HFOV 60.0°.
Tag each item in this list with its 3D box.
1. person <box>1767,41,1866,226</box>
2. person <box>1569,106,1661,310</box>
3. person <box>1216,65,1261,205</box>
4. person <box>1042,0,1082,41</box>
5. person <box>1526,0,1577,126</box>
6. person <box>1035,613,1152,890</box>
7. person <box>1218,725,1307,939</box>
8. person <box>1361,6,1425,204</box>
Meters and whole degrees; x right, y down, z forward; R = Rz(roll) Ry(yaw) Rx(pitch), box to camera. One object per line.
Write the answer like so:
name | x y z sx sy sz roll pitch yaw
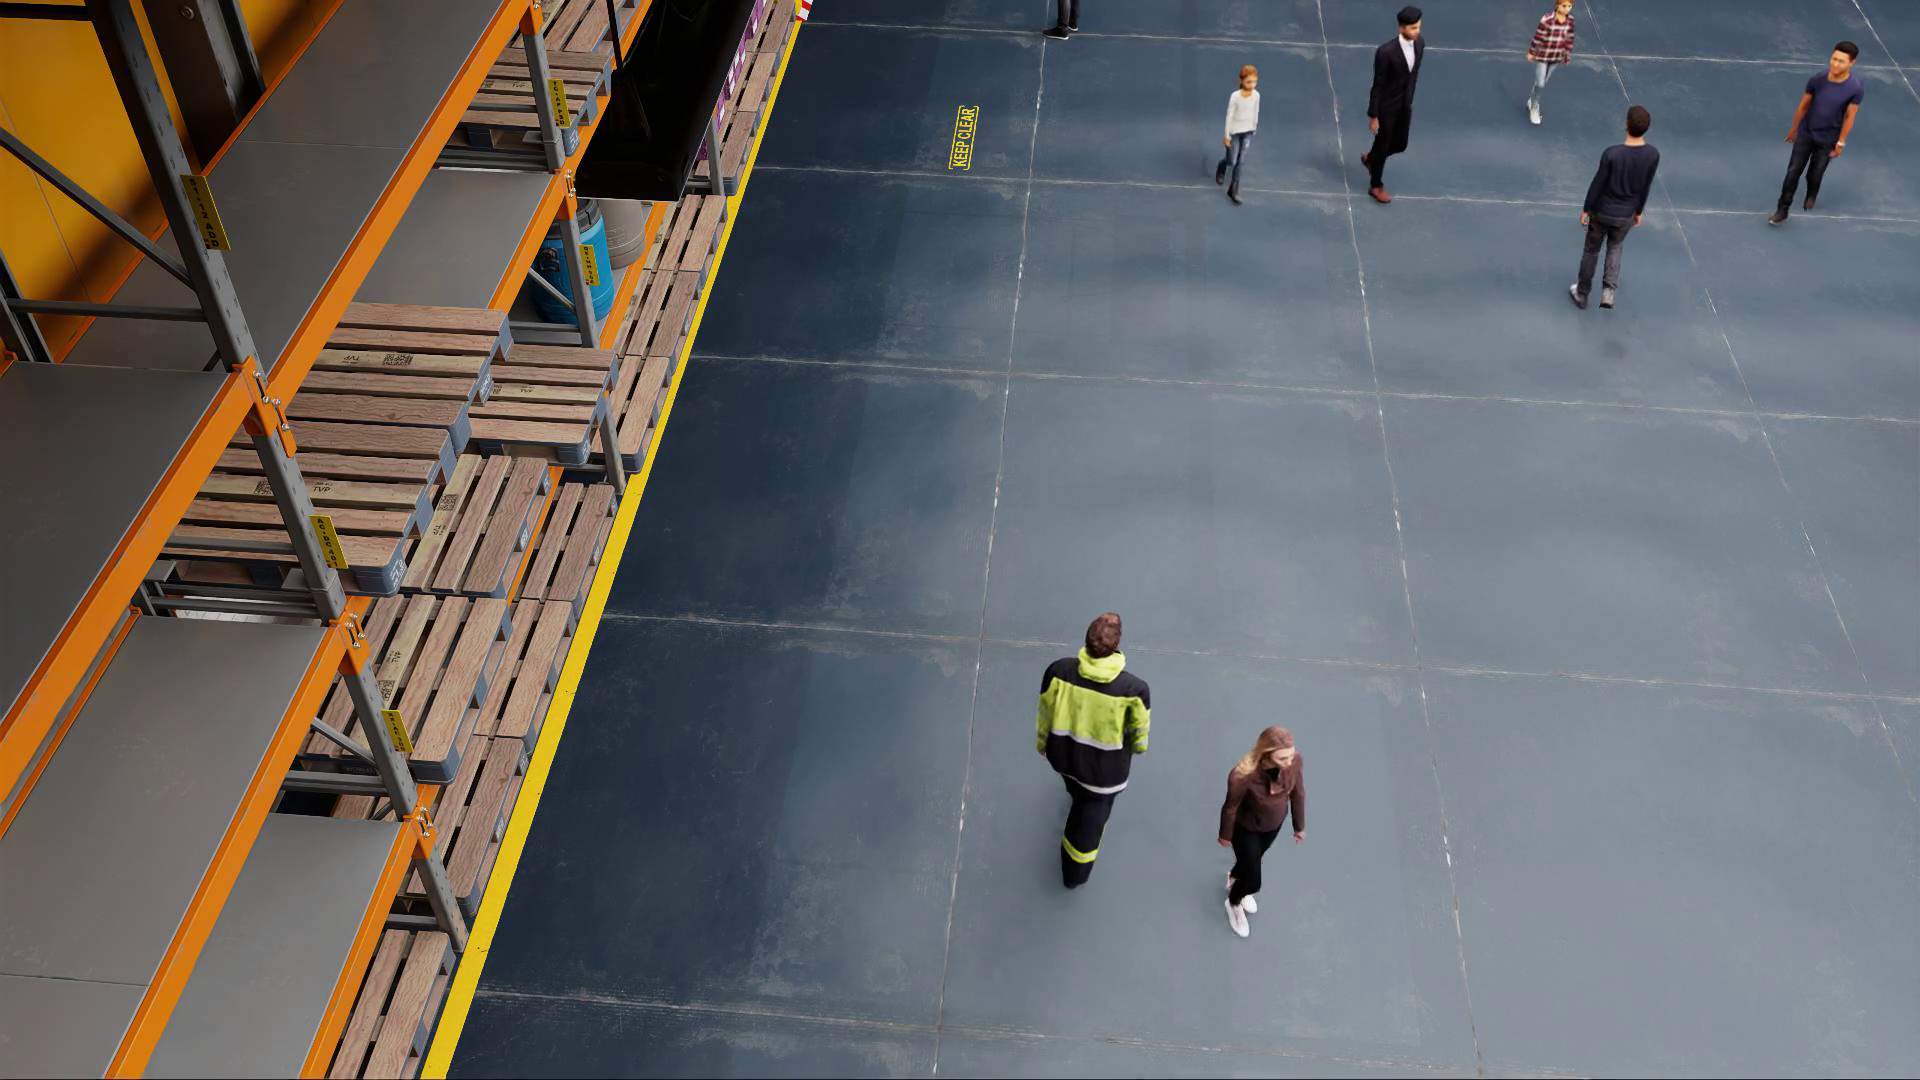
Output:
person | 7.649 -3.617 14.753 0.868 1.778 0.940 32 52 29
person | 5.403 -2.646 13.679 0.667 1.854 0.796 1 44 1
person | 2.533 -3.751 15.233 0.634 1.310 0.762 -14 45 -14
person | 1.120 -6.207 17.337 0.774 1.964 0.655 25 49 24
person | 5.768 -4.805 16.352 0.633 1.292 0.754 -6 44 -6
person | 0.718 1.253 9.523 0.985 1.941 1.250 13 45 14
person | 1.633 1.542 9.405 0.743 1.686 0.786 -23 48 -22
person | 3.857 -3.982 15.069 0.901 1.871 0.960 -21 47 -20
